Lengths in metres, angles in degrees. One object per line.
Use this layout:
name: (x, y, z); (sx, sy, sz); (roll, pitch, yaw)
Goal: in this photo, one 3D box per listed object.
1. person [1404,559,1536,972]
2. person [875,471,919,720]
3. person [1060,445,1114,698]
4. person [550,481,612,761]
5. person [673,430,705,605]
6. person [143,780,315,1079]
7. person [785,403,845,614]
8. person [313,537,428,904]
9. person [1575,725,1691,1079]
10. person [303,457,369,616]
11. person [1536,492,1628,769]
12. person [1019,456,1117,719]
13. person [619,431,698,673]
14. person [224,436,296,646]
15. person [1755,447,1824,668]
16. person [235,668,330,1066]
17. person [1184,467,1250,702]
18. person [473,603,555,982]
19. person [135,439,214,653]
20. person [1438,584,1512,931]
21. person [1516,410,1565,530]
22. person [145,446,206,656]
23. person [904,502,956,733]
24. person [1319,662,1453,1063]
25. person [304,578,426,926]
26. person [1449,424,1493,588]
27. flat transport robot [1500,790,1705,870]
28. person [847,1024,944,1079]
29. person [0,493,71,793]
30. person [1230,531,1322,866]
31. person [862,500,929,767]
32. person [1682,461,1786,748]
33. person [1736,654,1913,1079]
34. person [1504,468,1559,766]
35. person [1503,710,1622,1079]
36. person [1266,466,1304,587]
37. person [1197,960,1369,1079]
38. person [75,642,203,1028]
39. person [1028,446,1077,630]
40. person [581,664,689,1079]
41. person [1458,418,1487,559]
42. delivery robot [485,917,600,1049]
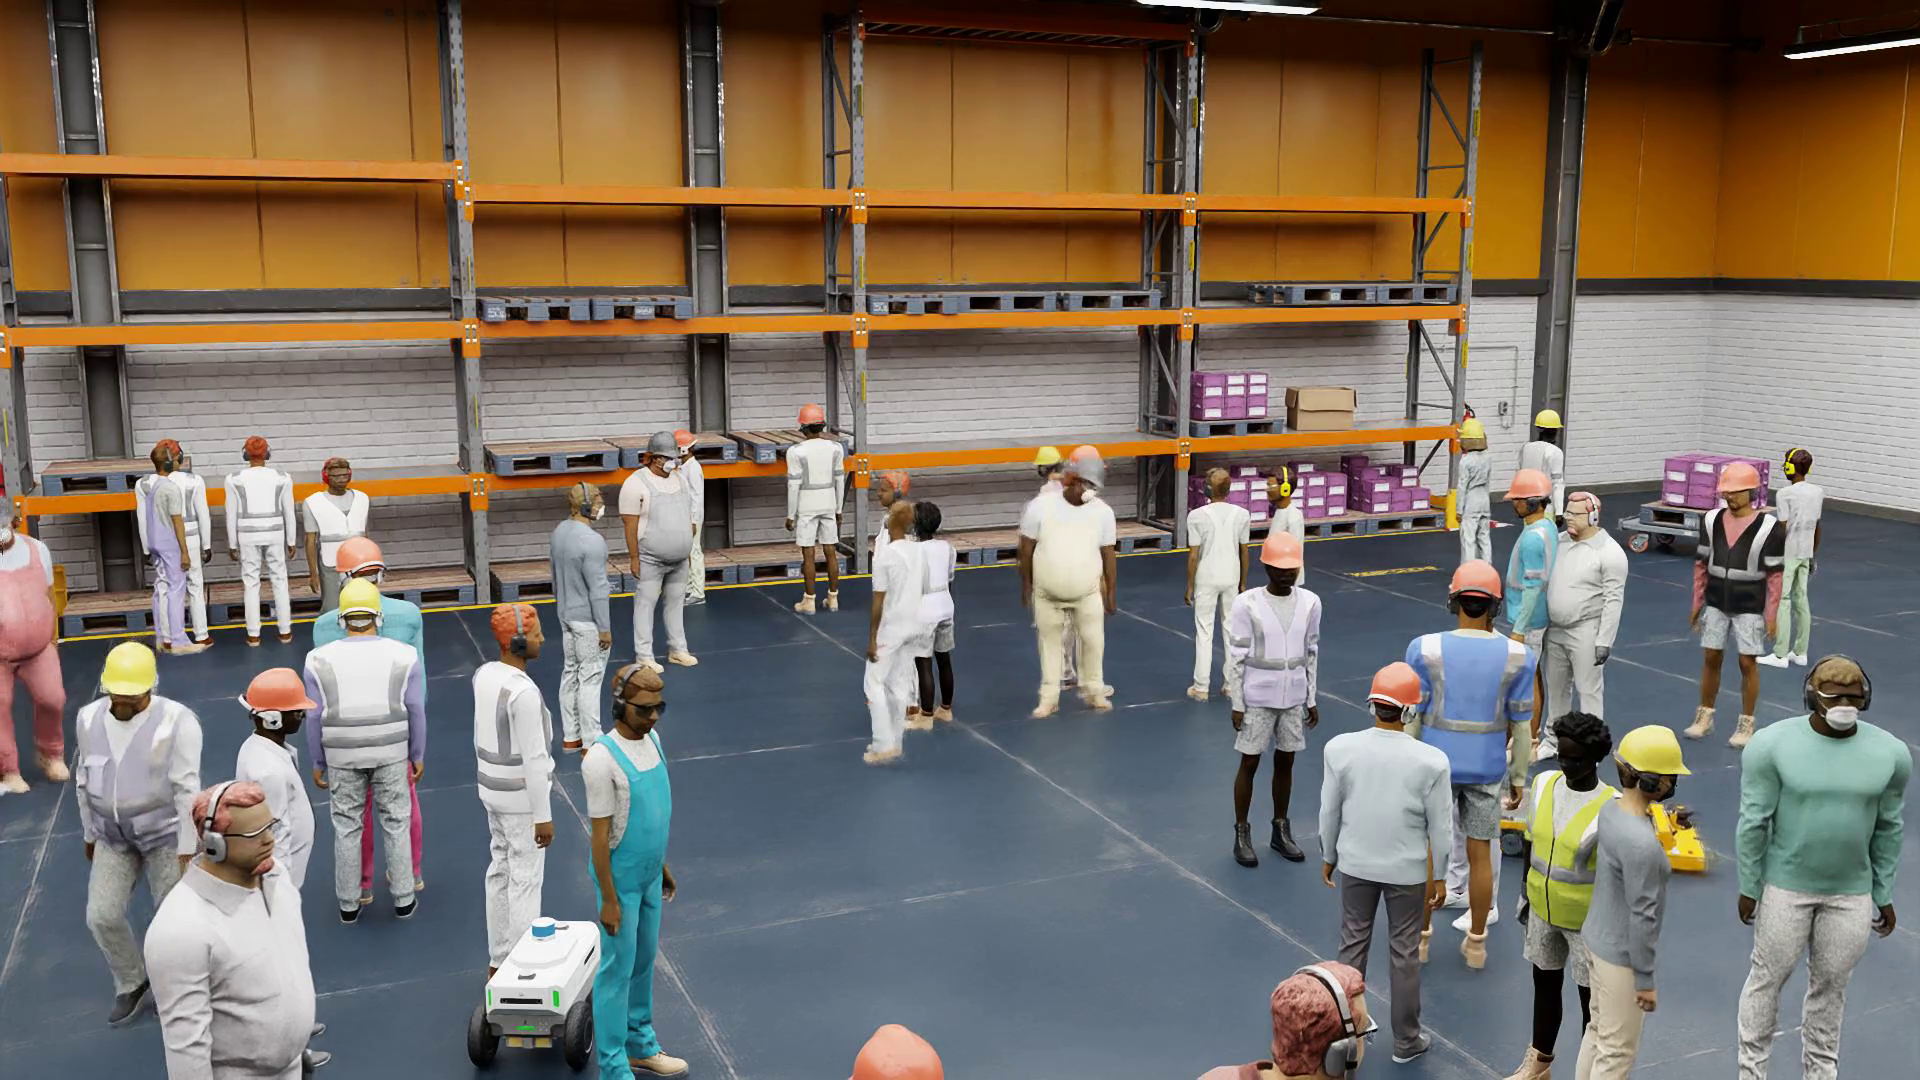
person: (2.456, 1.101, 8.123); (0.611, 2.029, 0.409); (1, 10, 8)
person: (-0.475, 0.414, 12.477); (0.342, 1.882, 0.587); (-3, 10, -16)
person: (0.968, 0.244, 13.141); (0.381, 1.994, 0.615); (-6, 11, -29)
person: (-2.593, 0.556, 11.500); (0.354, 1.938, 0.636); (-8, 13, -39)
person: (-2.726, -0.230, 16.579); (0.332, 1.744, 0.572); (-4, 11, -23)
person: (-2.204, 1.669, 5.183); (0.399, 1.909, 0.642); (1, 10, 5)
person: (-1.413, -0.301, 16.128); (0.605, 2.048, 0.372); (-6, 11, -31)
person: (-3.187, 0.967, 9.004); (0.615, 1.987, 0.407); (-9, 13, -42)
person: (2.529, 1.555, 6.283); (0.339, 1.761, 0.528); (2, 10, 9)
person: (-5.080, 0.234, 13.632); (0.378, 1.842, 0.569); (8, 13, 38)
person: (4.144, 0.619, 11.233); (0.410, 1.909, 0.643); (-5, 11, -27)
person: (0.827, 0.333, 12.497); (0.749, 2.000, 0.542); (0, 10, 0)
person: (-2.474, 0.086, 13.916); (0.535, 2.000, 0.680); (9, 13, 41)
person: (-6.226, 0.010, 14.850); (0.569, 1.878, 0.351); (-5, 11, -29)
person: (7.010, 0.151, 14.049); (0.548, 1.868, 0.321); (-4, 11, -24)
person: (-2.919, 1.404, 7.180); (0.350, 1.743, 0.568); (-5, 11, -25)
person: (1.996, 0.349, 12.966); (0.506, 1.846, 0.344); (-2, 10, -10)
person: (-2.078, 1.222, 7.823); (0.337, 1.882, 0.583); (-8, 13, -38)
person: (-6.860, 0.054, 14.562); (0.575, 1.882, 0.355); (-3, 10, -19)
person: (2.659, 1.085, 8.653); (0.328, 1.872, 0.513); (-4, 10, -20)
person: (5.851, -0.348, 16.739); (0.372, 1.928, 0.584); (-5, 11, -25)
person: (-6.882, 0.085, 14.485); (0.514, 1.845, 0.327); (7, 12, 36)
person: (-0.233, 0.562, 12.162); (0.322, 1.697, 0.532); (8, 12, 38)
person: (1.854, 1.388, 7.240); (0.575, 1.749, 0.336); (5, 11, 28)
person: (-3.089, 1.106, 8.685); (0.586, 1.824, 0.404); (-4, 10, -20)
person: (5.322, -0.341, 17.275); (0.484, 1.734, 0.350); (-6, 12, -31)
flat transport robot: (3.590, 1.679, 9.835); (1.431, 0.197, 0.652); (3, 10, 16)
person: (-0.139, 1.971, 3.884); (0.563, 1.752, 0.329); (-8, 13, -38)
person: (-6.121, 0.643, 10.706); (0.558, 2.000, 0.697); (8, 13, 39)
person: (1.812, 0.901, 9.518); (0.547, 1.938, 0.378); (-2, 10, -13)
person: (-0.474, 0.633, 11.396); (0.441, 1.820, 0.550); (8, 13, 40)
person: (5.478, 0.455, 11.794); (0.398, 2.039, 0.614); (-8, 13, -39)
person: (3.431, 1.397, 6.661); (0.629, 1.940, 0.376); (1, 10, 8)
person: (3.875, 0.525, 11.388); (0.374, 2.043, 0.608); (5, 11, 25)
person: (2.471, 1.508, 6.719); (0.319, 1.696, 0.533); (-6, 11, -30)
person: (2.486, 0.357, 12.847); (0.333, 1.872, 0.515); (0, 10, -2)
person: (0.808, 1.895, 3.881); (0.405, 1.906, 0.653); (-8, 13, -38)
person: (-3.690, 1.323, 7.497); (0.619, 1.792, 0.509); (0, 10, 2)
person: (0.896, 0.009, 15.188); (0.612, 1.746, 0.541); (5, 11, 27)
person: (-1.346, 1.409, 6.877); (0.343, 1.839, 0.506); (3, 10, 17)
person: (5.444, -0.430, 17.753); (0.324, 1.741, 0.492); (4, 10, 20)
delivery robot: (-1.838, 1.918, 7.372); (0.477, 0.478, 0.707); (0, 10, 2)
